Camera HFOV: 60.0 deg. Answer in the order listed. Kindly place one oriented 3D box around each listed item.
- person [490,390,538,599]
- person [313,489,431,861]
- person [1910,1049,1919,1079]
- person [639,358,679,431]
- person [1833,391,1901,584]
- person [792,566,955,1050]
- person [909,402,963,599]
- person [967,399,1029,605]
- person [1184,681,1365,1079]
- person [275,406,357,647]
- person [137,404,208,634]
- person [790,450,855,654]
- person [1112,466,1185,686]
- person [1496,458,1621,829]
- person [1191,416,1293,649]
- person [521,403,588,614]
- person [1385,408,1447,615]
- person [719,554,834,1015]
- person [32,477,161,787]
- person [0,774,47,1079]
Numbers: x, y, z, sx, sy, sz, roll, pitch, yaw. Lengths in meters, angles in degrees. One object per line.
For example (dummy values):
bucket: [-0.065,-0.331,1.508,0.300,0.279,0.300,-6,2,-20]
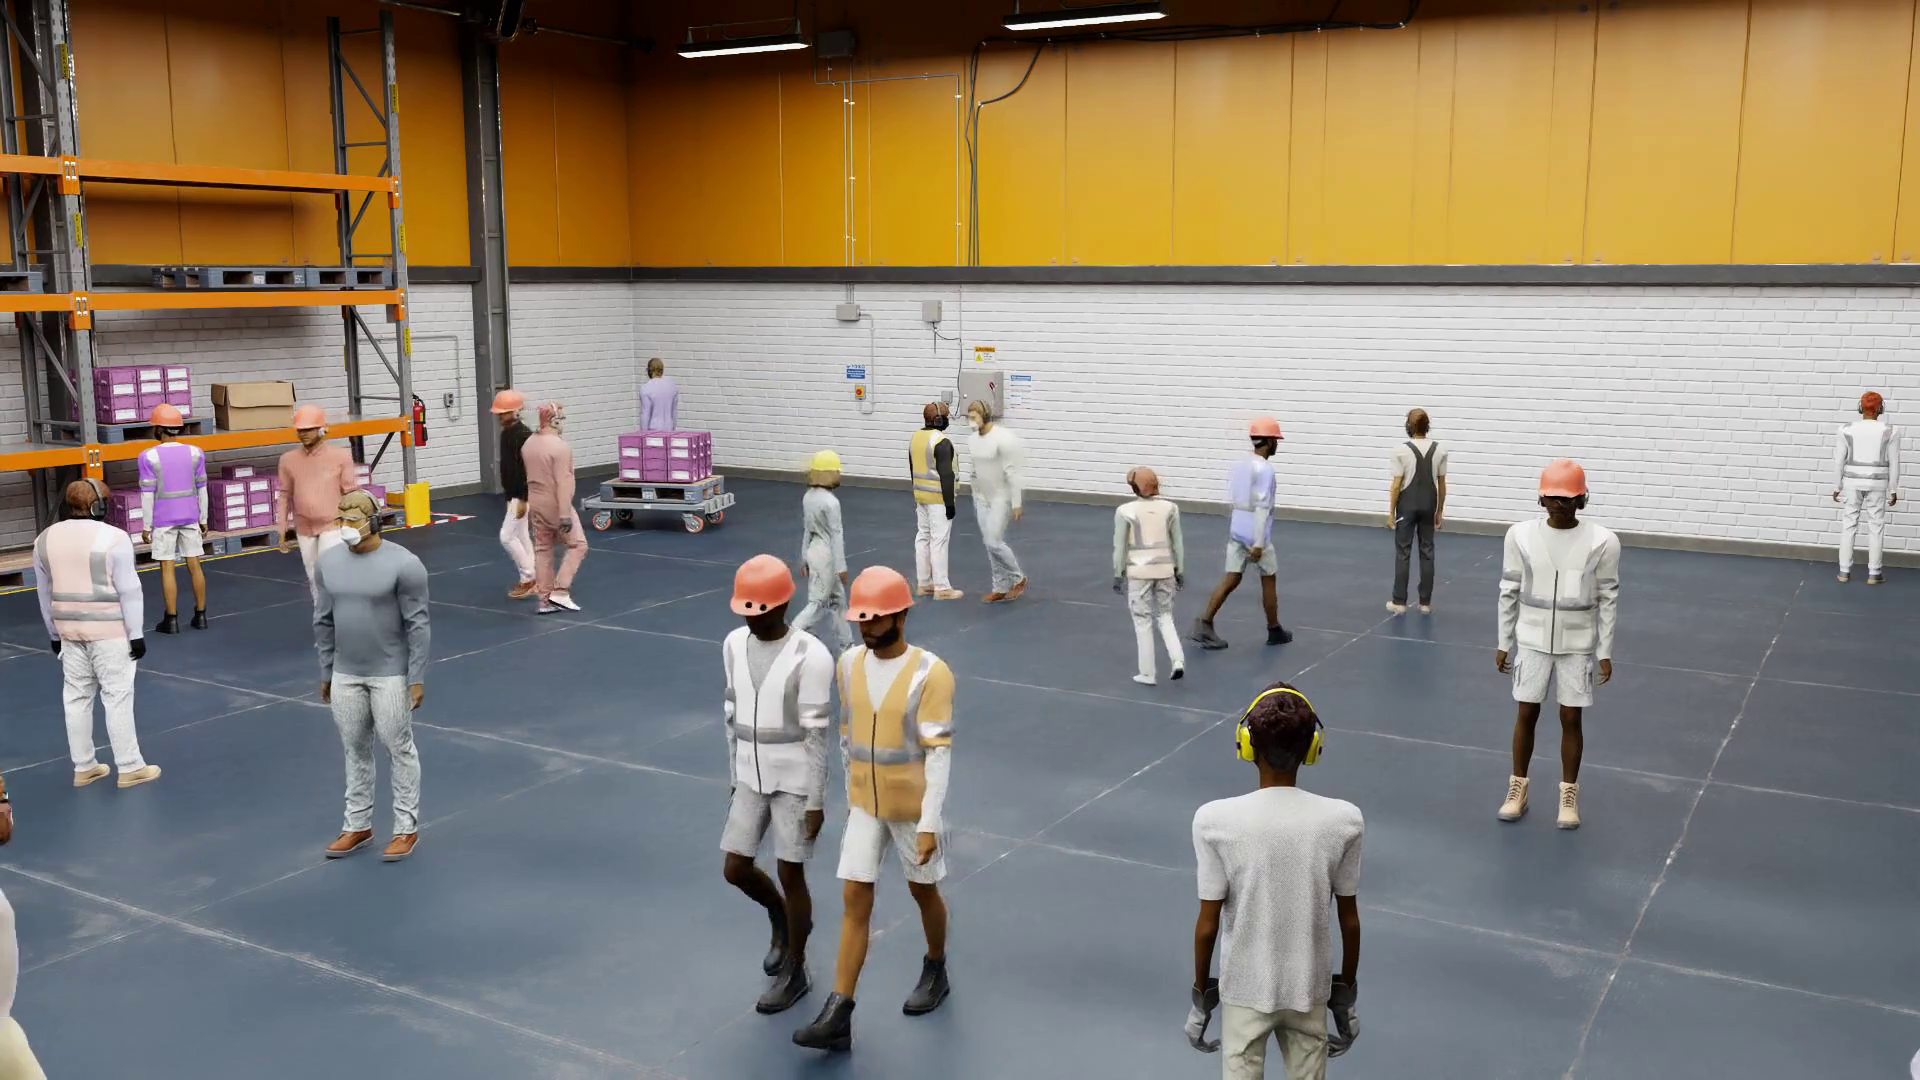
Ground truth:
person: [-4.087,-0.407,15.394,0.532,1.962,0.650,-7,11,-35]
person: [-3.036,0.695,8.602,0.629,1.940,0.376,2,9,13]
person: [2.166,1.549,3.530,0.660,1.861,0.923,-4,10,-26]
person: [-3.943,-1.412,21.750,0.355,1.937,0.635,7,11,36]
person: [8.873,-0.512,16.298,0.584,1.885,0.338,6,11,34]
person: [-0.301,1.048,6.562,0.561,1.890,0.945,5,10,27]
person: [-0.220,-0.370,15.553,0.429,1.845,0.621,-6,11,-32]
person: [0.297,-0.338,15.149,0.491,1.907,0.649,-6,11,-34]
person: [0.913,1.333,4.845,0.511,1.868,0.328,0,9,-2]
person: [-5.176,-0.084,13.325,0.658,1.972,0.681,0,9,1]
person: [-6.638,-0.179,14.044,0.349,1.940,0.551,9,12,43]
person: [-1.078,0.161,12.660,0.867,1.706,0.496,-4,10,-26]
person: [1.393,0.273,12.237,0.533,1.618,0.409,-3,10,-19]
person: [3.247,0.567,9.085,0.615,2.038,0.395,4,10,25]
person: [2.308,-0.050,13.438,0.913,1.897,0.544,-4,10,-23]
person: [-3.587,-0.277,14.802,0.677,1.889,0.464,8,12,42]
person: [4.052,-0.245,14.775,0.543,1.839,0.339,-1,9,-6]
person: [-0.757,0.990,6.848,0.550,1.910,0.475,5,10,28]
person: [-5.093,0.548,9.824,0.624,1.845,0.430,2,9,11]
person: [-2.878,1.439,5.032,0.766,1.595,0.524,-8,12,-40]
